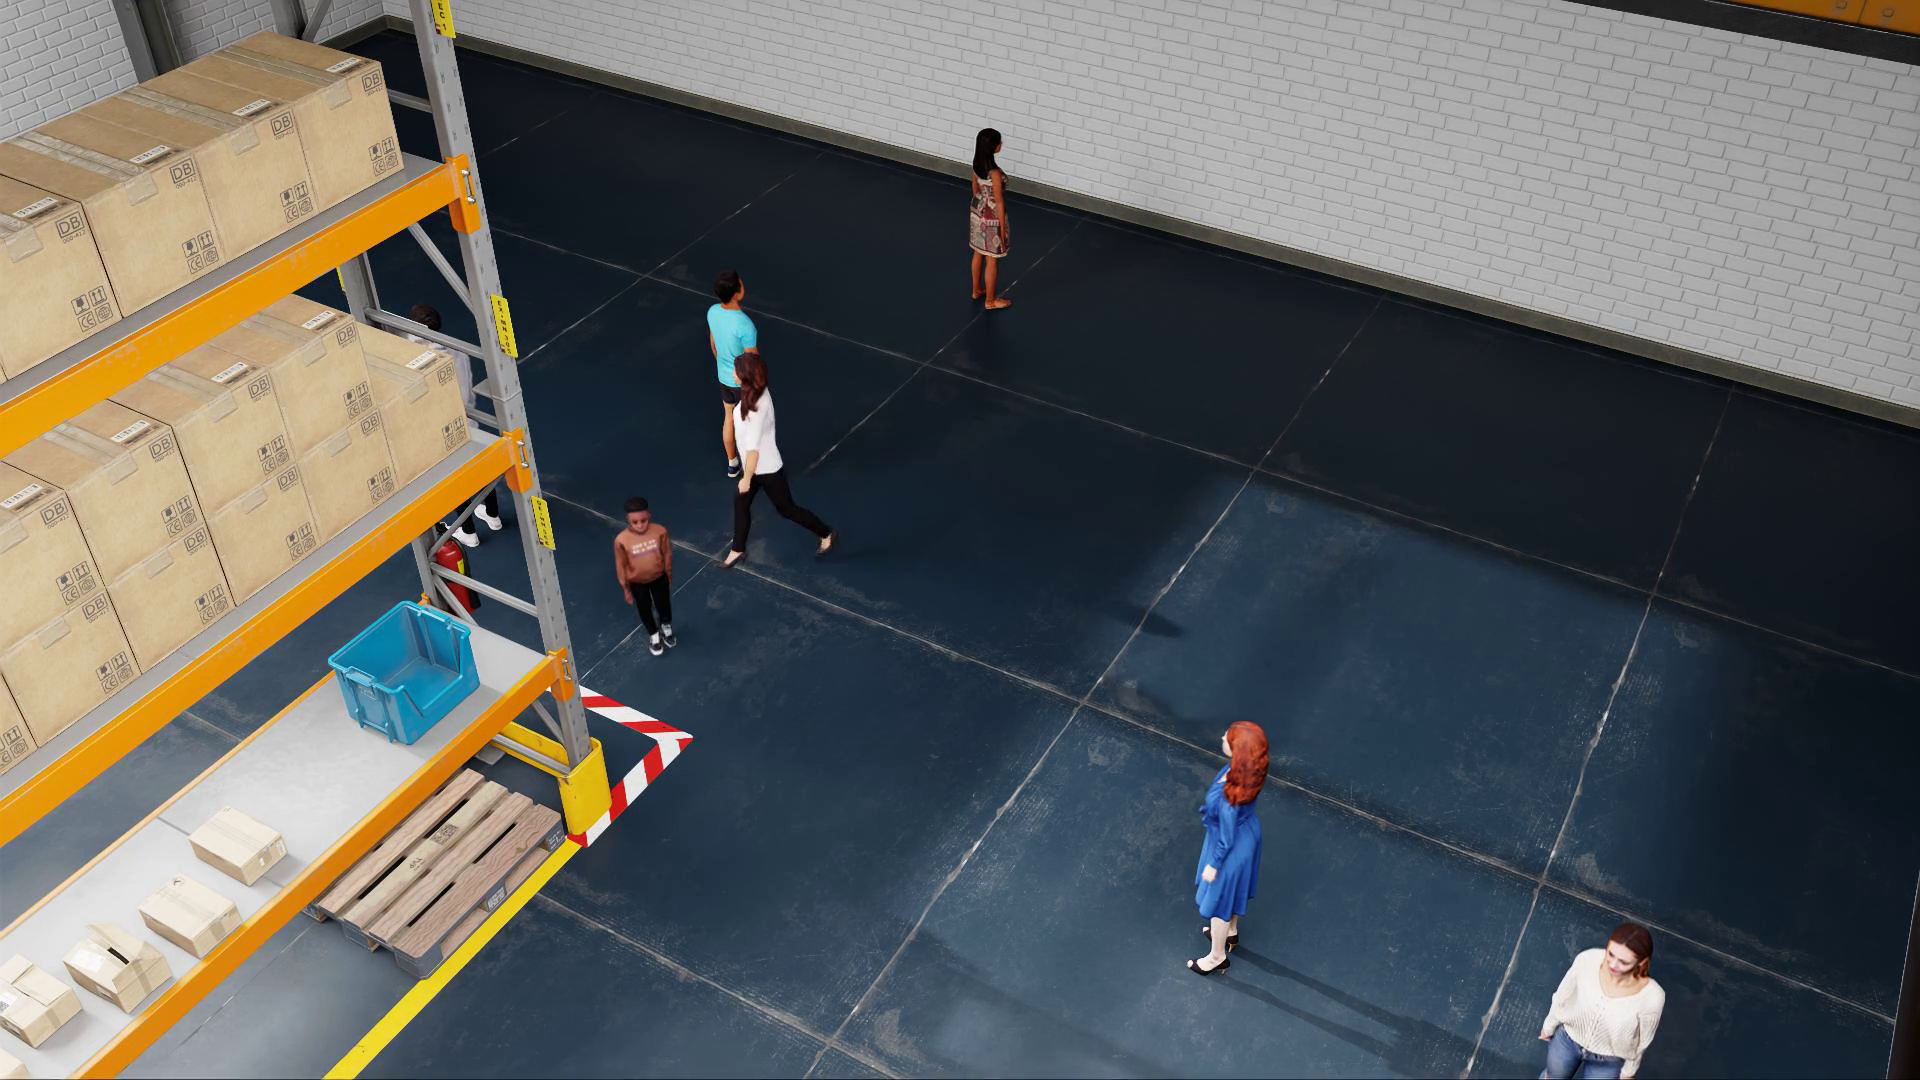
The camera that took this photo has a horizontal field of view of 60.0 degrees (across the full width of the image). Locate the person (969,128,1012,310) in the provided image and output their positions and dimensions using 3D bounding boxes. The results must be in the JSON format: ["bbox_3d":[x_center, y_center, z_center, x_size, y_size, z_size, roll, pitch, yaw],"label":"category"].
[{"bbox_3d":[0.241,-2.793,14.409,0.713,1.645,0.726,-20,43,-23],"label":"person"}]

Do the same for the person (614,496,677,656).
[{"bbox_3d":[-2.076,0.195,10.986,0.602,1.247,0.662,-9,40,-11],"label":"person"}]

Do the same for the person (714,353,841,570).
[{"bbox_3d":[-1.245,-0.504,11.457,1.183,1.752,1.067,-12,40,-15],"label":"person"}]

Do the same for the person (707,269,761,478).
[{"bbox_3d":[-1.644,-1.192,12.298,0.646,1.776,0.575,27,46,30],"label":"person"}]

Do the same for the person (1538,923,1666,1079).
[{"bbox_3d":[2.994,2.390,7.882,0.664,1.692,0.608,29,47,31],"label":"person"}]

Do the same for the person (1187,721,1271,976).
[{"bbox_3d":[1.419,1.629,8.725,0.660,1.829,0.492,19,42,22],"label":"person"}]

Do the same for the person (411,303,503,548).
[{"bbox_3d":[-3.563,-0.807,11.694,0.743,1.930,0.546,23,44,26],"label":"person"}]
